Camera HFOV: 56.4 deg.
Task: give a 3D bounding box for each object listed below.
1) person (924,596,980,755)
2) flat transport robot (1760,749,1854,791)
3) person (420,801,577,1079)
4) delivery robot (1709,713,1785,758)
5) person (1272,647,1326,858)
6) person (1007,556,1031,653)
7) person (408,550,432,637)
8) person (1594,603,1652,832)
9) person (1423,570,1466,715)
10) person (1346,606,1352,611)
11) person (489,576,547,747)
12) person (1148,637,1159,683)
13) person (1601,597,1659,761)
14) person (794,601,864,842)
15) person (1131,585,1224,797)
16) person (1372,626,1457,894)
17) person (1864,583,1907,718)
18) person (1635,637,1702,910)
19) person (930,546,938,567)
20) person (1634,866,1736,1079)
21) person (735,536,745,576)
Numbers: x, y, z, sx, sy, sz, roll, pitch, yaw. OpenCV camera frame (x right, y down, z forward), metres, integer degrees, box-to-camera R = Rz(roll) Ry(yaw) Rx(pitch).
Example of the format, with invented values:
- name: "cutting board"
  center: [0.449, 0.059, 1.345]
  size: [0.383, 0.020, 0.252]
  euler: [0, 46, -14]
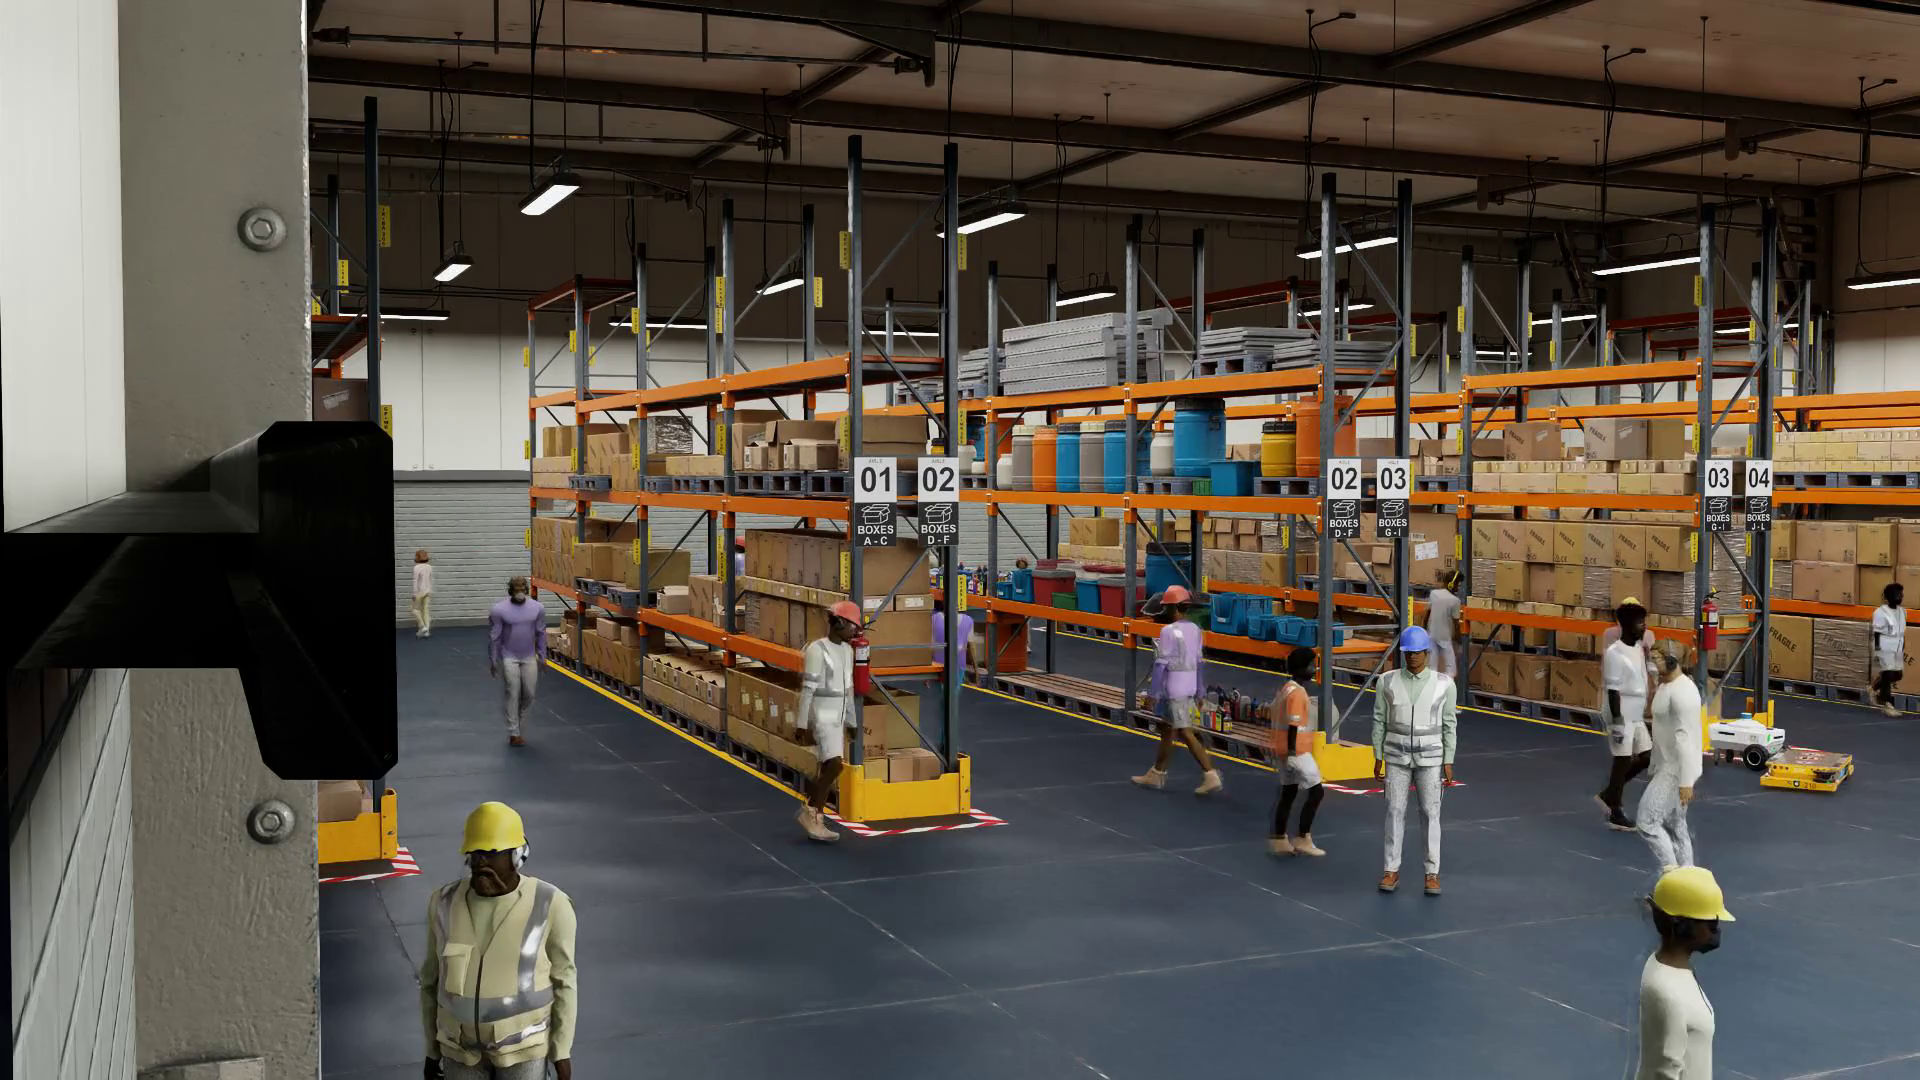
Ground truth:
- name: "person"
  center: [-0.042, 1.430, 19.262]
  size: [0.585, 1.808, 0.885]
  euler: [-1, 3, -31]
- name: "flat transport robot"
  center: [8.396, 2.266, 17.735]
  size: [0.652, 0.197, 1.431]
  euler: [1, 3, 33]
- name: "person"
  center: [-1.749, 1.895, 6.760]
  size: [0.591, 1.834, 0.404]
  euler: [0, 2, 5]
- name: "delivery robot"
  center: [8.189, 2.044, 18.663]
  size: [0.477, 0.478, 0.707]
  euler: [-2, 3, -36]
- name: "person"
  center: [2.724, 1.686, 14.185]
  size: [0.557, 1.671, 0.551]
  euler: [0, 2, 5]
- name: "person"
  center: [1.026, 1.088, 30.431]
  size: [0.598, 1.628, 0.427]
  euler: [0, 2, 4]
- name: "person"
  center: [-9.974, 0.991, 33.098]
  size: [0.352, 1.621, 0.537]
  euler: [1, 2, 19]
- name: "person"
  center: [5.718, 1.505, 15.349]
  size: [0.422, 1.952, 0.634]
  euler: [2, 3, 40]
- name: "person"
  center: [6.103, 1.290, 22.750]
  size: [0.332, 1.831, 0.657]
  euler: [-2, 3, -38]
- name: "person"
  center: [6.560, 1.028, 30.999]
  size: [0.513, 1.699, 0.458]
  euler: [1, 2, 18]
- name: "person"
  center: [-5.010, 1.344, 20.234]
  size: [0.657, 1.913, 0.620]
  euler: [-1, 3, -30]
- name: "person"
  center: [2.956, 1.156, 25.914]
  size: [0.629, 1.846, 0.429]
  euler: [-1, 2, -20]
- name: "person"
  center: [7.143, 1.475, 19.057]
  size: [0.548, 1.725, 0.856]
  euler: [1, 3, 34]
- name: "person"
  center: [-1.073, 1.506, 14.901]
  size: [0.438, 1.987, 0.696]
  euler: [1, 2, 27]
- name: "person"
  center: [2.100, 1.426, 17.071]
  size: [1.037, 2.001, 0.613]
  euler: [1, 3, 33]
- name: "person"
  center: [3.318, 1.596, 13.101]
  size: [0.605, 1.948, 0.387]
  euler: [1, 2, 19]
- name: "person"
  center: [11.631, 1.368, 22.547]
  size: [0.542, 1.685, 0.567]
  euler: [-1, 2, -24]
- name: "person"
  center: [4.902, 1.633, 12.478]
  size: [0.523, 1.918, 0.655]
  euler: [1, 2, 13]
- name: "person"
  center: [-0.380, 0.883, 31.750]
  size: [0.643, 1.933, 1.049]
  euler: [-1, 2, -23]
- name: "person"
  center: [2.354, 1.967, 6.099]
  size: [0.618, 1.748, 0.522]
  euler: [1, 2, 22]
- name: "person"
  center: [-4.148, 0.870, 32.953]
  size: [0.756, 1.874, 0.573]
  euler: [-2, 3, -43]
